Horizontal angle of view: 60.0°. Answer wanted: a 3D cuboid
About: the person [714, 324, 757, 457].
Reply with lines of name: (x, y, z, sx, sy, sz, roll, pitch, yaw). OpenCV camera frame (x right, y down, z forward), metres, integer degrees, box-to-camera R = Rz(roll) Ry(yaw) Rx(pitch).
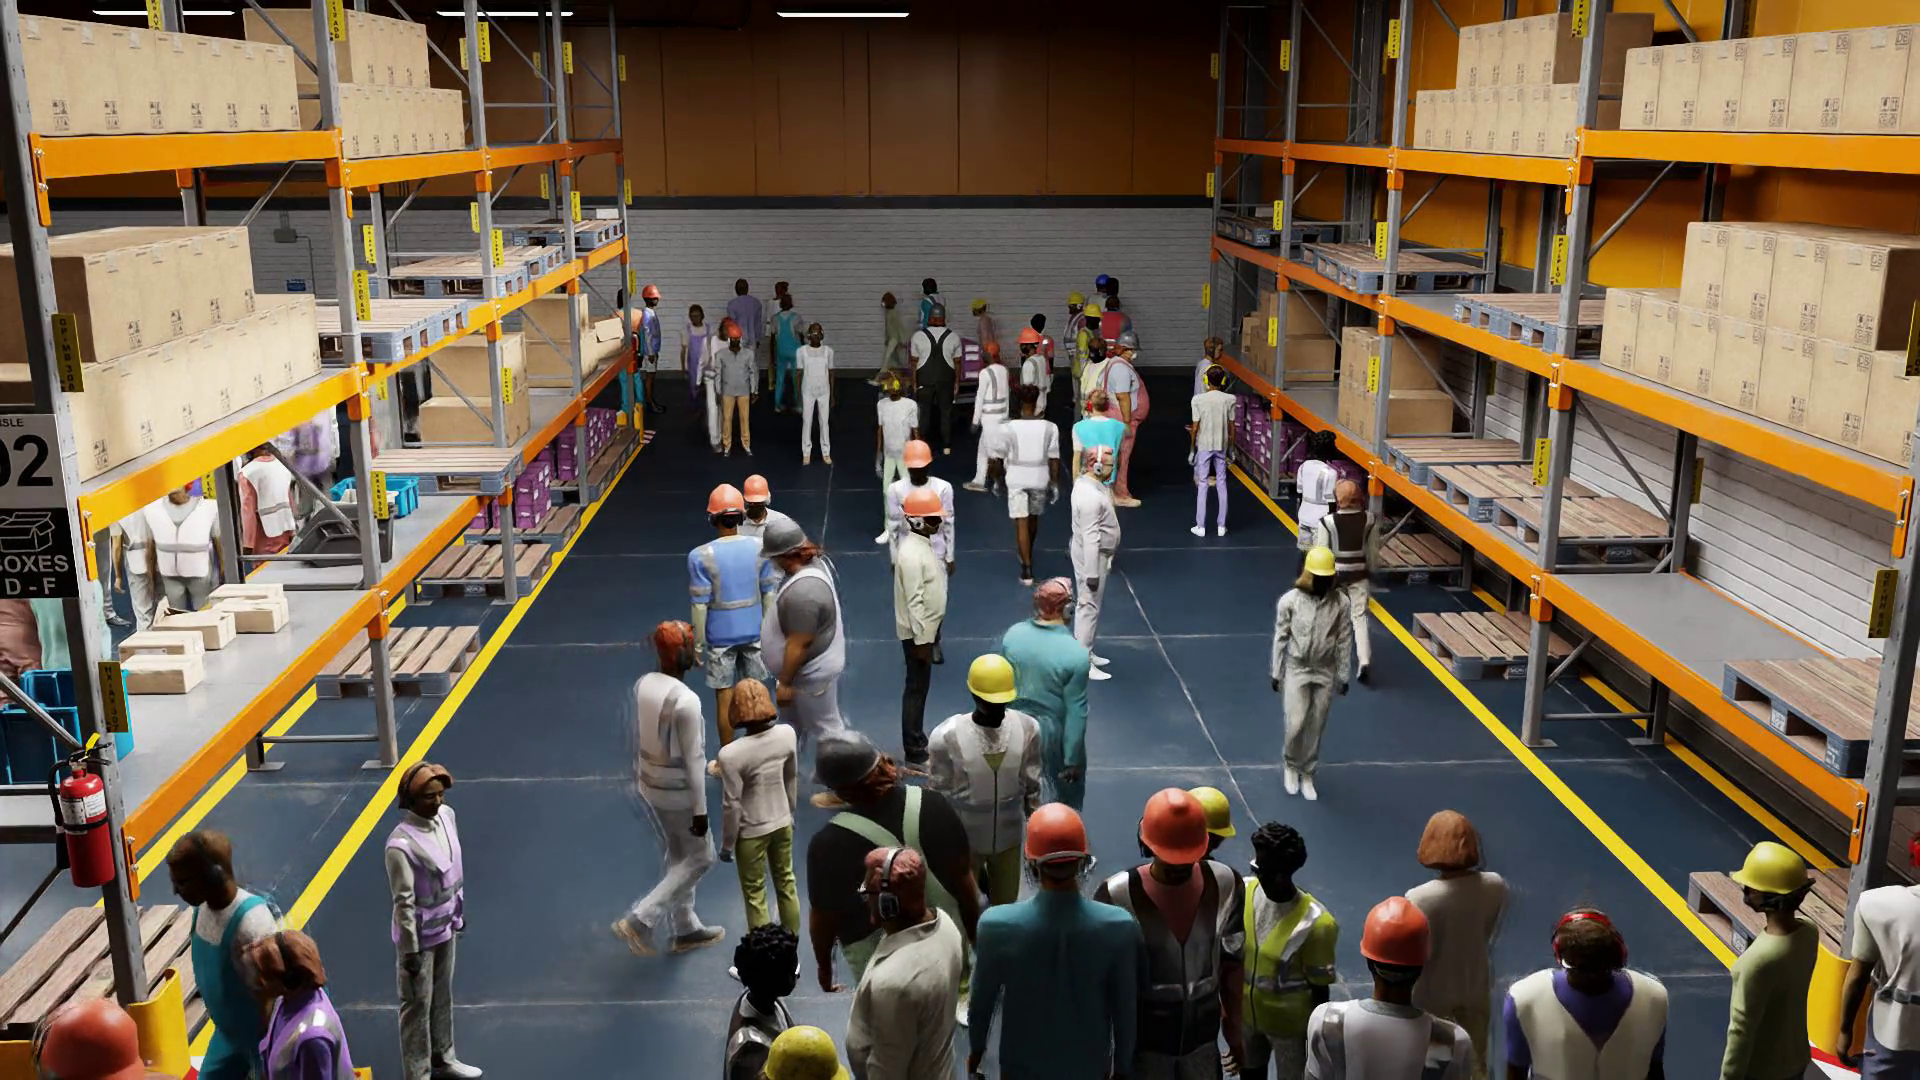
person: (-2.977, -1.985, 22.081, 0.570, 1.751, 0.335, -4, 15, -14)

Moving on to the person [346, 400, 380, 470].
person: (-7.565, -1.870, 21.175, 0.616, 1.986, 0.407, 3, 15, 13)

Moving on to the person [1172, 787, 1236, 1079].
person: (0.977, 1.860, 7.030, 0.315, 1.735, 0.483, 5, 15, 17)

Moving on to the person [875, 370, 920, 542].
person: (-0.638, -0.857, 17.486, 0.578, 1.850, 0.392, 7, 16, 27)

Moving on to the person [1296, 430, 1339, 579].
person: (3.240, -0.157, 15.019, 0.316, 1.695, 0.542, -6, 15, -22)

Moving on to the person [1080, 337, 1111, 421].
person: (1.665, -1.541, 20.169, 0.429, 1.840, 0.632, -9, 17, -32)

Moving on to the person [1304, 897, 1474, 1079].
person: (1.426, 2.122, 5.619, 0.543, 1.929, 0.386, 6, 16, 23)

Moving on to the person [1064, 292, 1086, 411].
person: (1.792, -2.895, 25.522, 0.403, 1.825, 0.594, -3, 15, -10)

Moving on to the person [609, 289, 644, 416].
person: (-4.996, -2.820, 25.025, 0.384, 1.921, 0.596, 13, 19, 42)

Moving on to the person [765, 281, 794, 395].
person: (-2.935, -3.262, 26.945, 0.392, 1.834, 0.562, -11, 18, -37)

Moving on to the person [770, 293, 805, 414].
person: (-2.613, -2.823, 25.227, 0.513, 1.837, 0.410, 1, 14, 5)

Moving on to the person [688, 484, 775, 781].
person: (-1.544, 0.628, 11.245, 0.605, 2.045, 0.386, -8, 16, -28)

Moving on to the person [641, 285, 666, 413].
person: (-4.682, -2.903, 25.320, 0.354, 1.939, 0.544, -1, 14, -6)

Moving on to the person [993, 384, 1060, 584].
person: (0.649, -0.571, 16.249, 0.614, 1.913, 1.039, -3, 15, -10)

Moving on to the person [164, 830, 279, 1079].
person: (-2.782, 1.960, 6.471, 0.628, 1.809, 0.575, 10, 18, 35)

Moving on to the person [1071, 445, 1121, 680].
person: (1.083, 0.172, 13.335, 0.400, 1.899, 0.647, 1, 14, 2)

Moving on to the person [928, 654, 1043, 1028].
person: (0.139, 1.469, 8.198, 0.587, 1.920, 0.397, -5, 15, -18)

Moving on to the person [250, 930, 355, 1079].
person: (-2.342, 2.165, 6.040, 0.320, 1.631, 0.523, -8, 16, -29)

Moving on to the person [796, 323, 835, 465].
person: (-1.864, -1.889, 21.523, 0.507, 1.846, 0.344, -3, 15, -12)

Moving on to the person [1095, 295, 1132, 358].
person: (2.254, -2.749, 24.939, 0.631, 1.836, 0.432, 2, 14, 6)

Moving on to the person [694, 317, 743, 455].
person: (-3.207, -2.053, 22.194, 0.650, 1.831, 0.851, -3, 15, -12)

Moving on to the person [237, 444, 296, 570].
person: (-5.882, -0.048, 14.177, 0.401, 1.909, 0.599, 3, 15, 13)

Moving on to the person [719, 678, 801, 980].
person: (-1.043, 1.504, 8.626, 0.289, 1.633, 0.501, 13, 19, 41)

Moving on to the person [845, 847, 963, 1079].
person: (-0.214, 2.020, 6.088, 0.402, 1.896, 0.653, 4, 15, 14)

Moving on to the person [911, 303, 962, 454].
person: (-0.320, -2.154, 22.175, 0.683, 2.000, 0.535, -1, 14, -5)

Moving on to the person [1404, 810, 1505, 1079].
person: (2.071, 1.918, 7.097, 0.488, 1.578, 0.843, -3, 15, -12)

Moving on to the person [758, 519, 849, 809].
person: (-1.082, 0.773, 10.684, 0.916, 2.000, 0.757, 0, 14, -2)

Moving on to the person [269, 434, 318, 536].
person: (-7.119, -0.981, 17.896, 0.575, 1.880, 0.358, -8, 16, -28)

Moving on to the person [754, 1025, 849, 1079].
person: (-0.495, 2.319, 5.231, 0.320, 1.738, 0.483, 6, 15, 21)

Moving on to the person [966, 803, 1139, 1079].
person: (0.333, 1.918, 6.317, 0.622, 1.971, 0.630, -2, 14, -7)

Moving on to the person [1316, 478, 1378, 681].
person: (3.121, 0.308, 13.376, 0.520, 1.607, 0.785, 0, 14, -2)

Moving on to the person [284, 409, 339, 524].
person: (-6.682, -0.758, 17.017, 0.819, 1.889, 0.629, 7, 16, 25)

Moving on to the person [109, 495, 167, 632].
person: (-6.396, 0.237, 13.175, 0.570, 1.844, 0.379, -12, 19, -40)

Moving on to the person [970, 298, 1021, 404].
person: (0.536, -2.936, 25.938, 0.970, 1.700, 0.544, 4, 15, 14)
